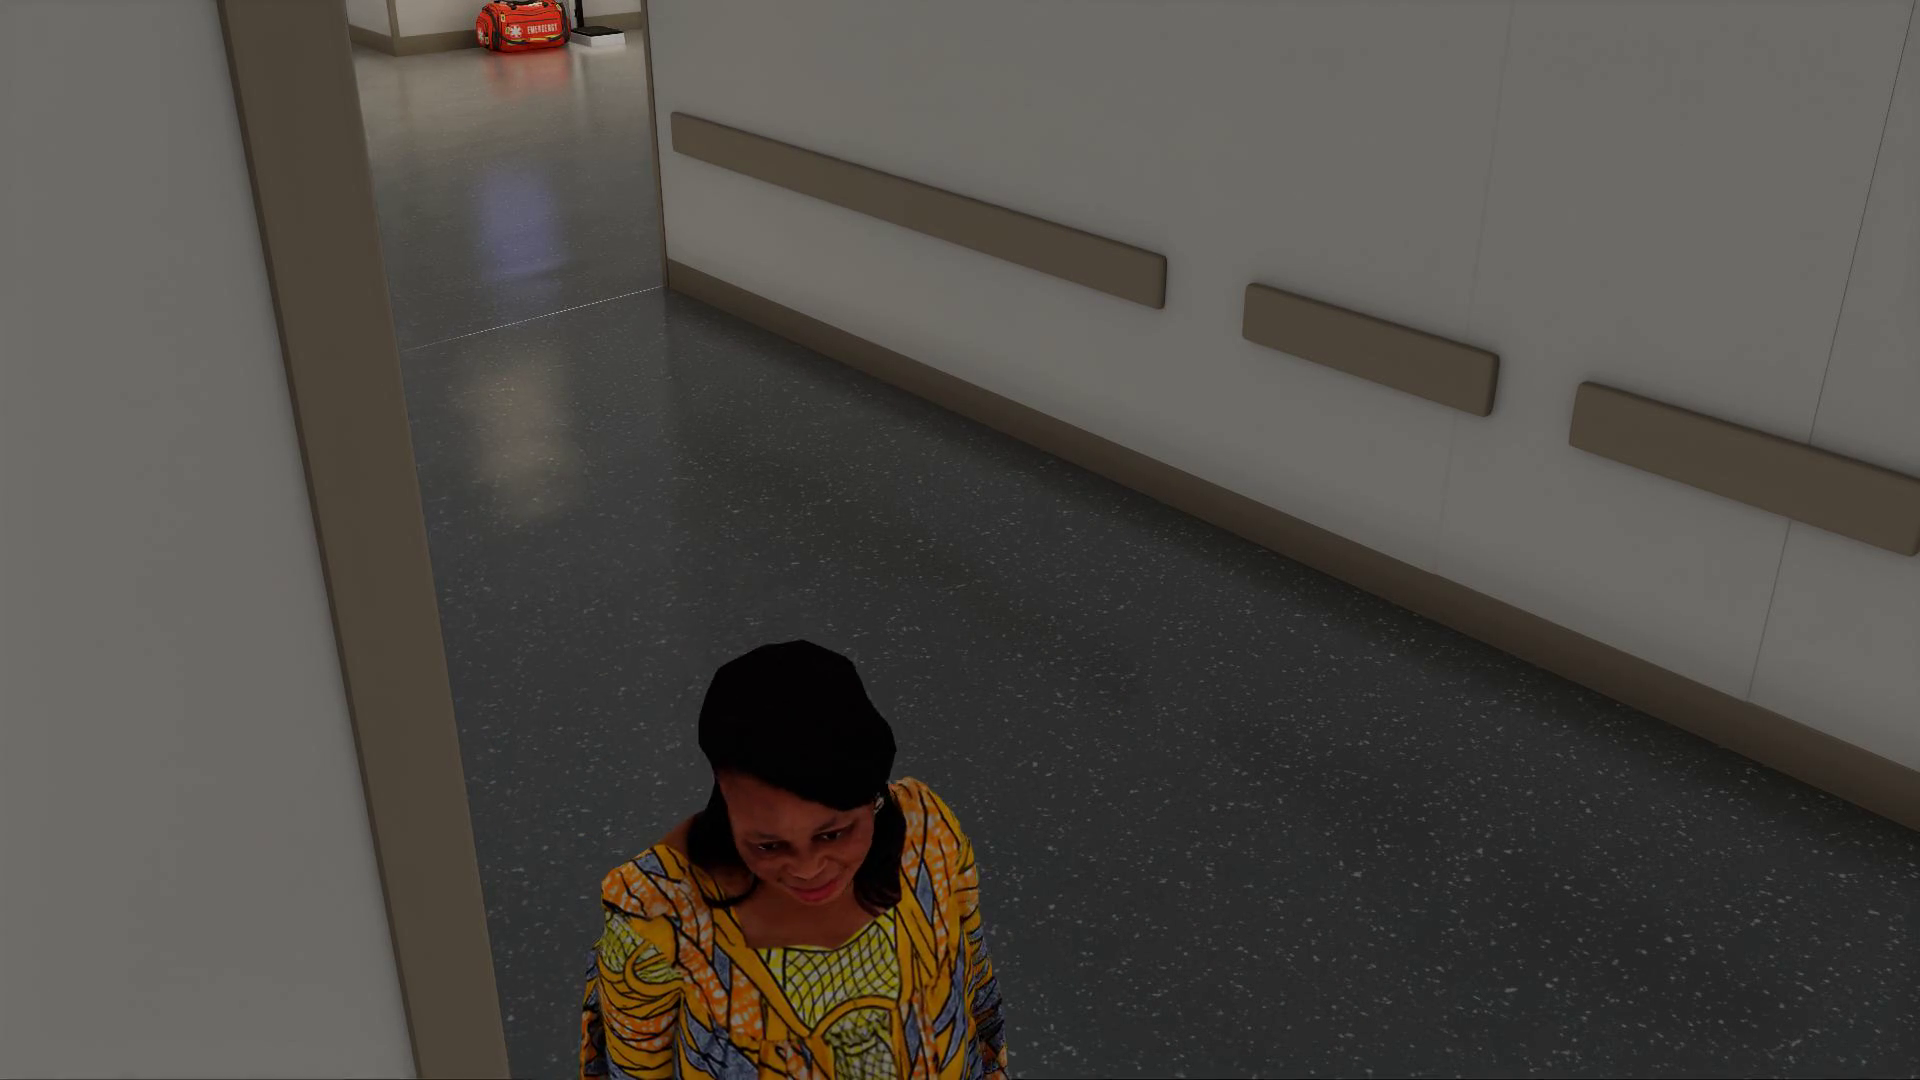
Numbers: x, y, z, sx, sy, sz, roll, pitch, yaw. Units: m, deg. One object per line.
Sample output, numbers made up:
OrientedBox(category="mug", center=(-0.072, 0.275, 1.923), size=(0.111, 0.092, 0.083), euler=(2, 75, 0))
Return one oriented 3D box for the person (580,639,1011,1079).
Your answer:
OrientedBox(category="person", center=(-0.231, 0.804, 2.173), size=(0.638, 1.633, 0.742), euler=(-20, 32, -36))
